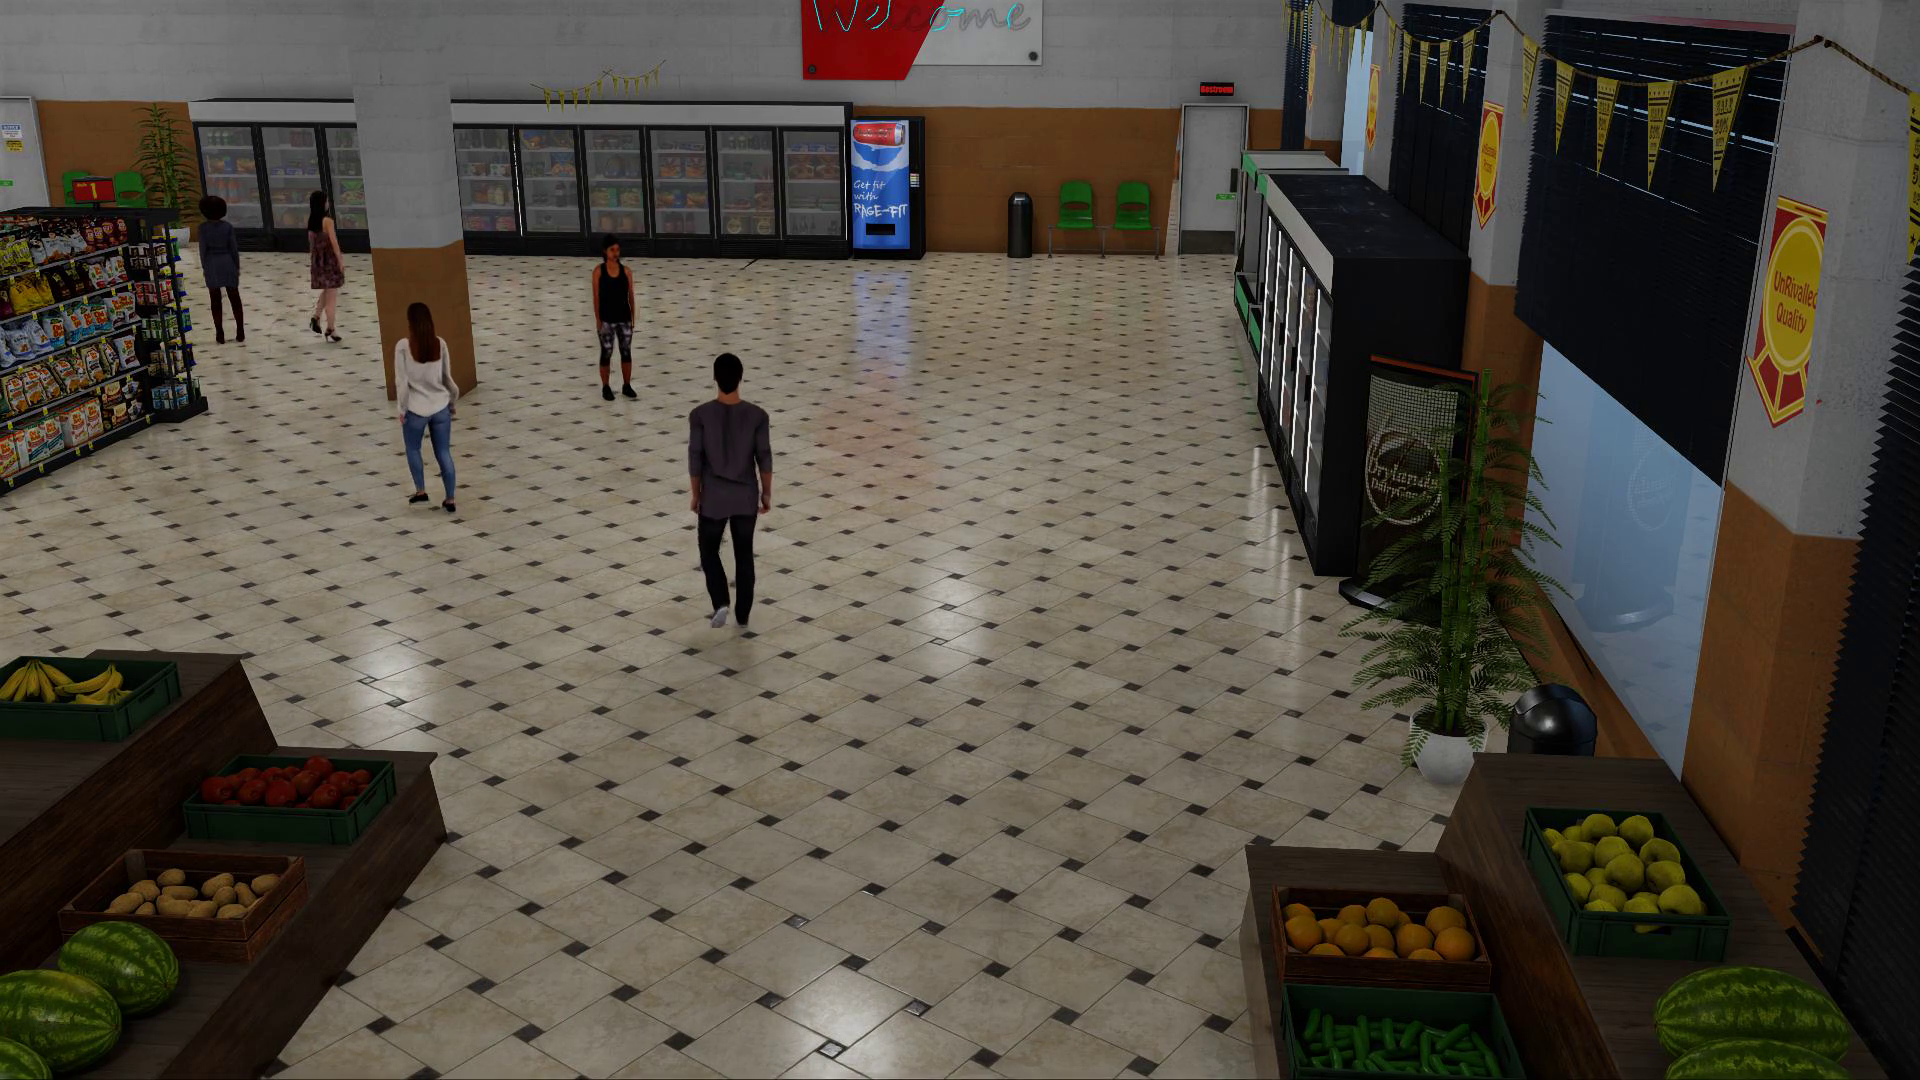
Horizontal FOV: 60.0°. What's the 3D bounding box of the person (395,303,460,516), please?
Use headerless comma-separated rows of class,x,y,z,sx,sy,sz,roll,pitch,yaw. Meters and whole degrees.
person,-4.216,-1.019,13.195,0.792,1.673,0.842,-12,22,-32

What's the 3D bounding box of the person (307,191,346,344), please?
person,-7.472,-3.170,19.429,0.803,1.765,0.886,12,22,31

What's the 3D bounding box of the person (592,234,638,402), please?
person,-3.521,-2.271,16.924,0.657,1.663,0.675,-9,21,-26

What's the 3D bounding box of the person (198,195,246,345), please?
person,-8.685,-3.177,19.542,0.654,1.706,0.688,-11,22,-30

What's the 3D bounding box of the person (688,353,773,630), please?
person,-1.483,-0.265,10.690,0.808,1.844,0.901,-3,19,-10
